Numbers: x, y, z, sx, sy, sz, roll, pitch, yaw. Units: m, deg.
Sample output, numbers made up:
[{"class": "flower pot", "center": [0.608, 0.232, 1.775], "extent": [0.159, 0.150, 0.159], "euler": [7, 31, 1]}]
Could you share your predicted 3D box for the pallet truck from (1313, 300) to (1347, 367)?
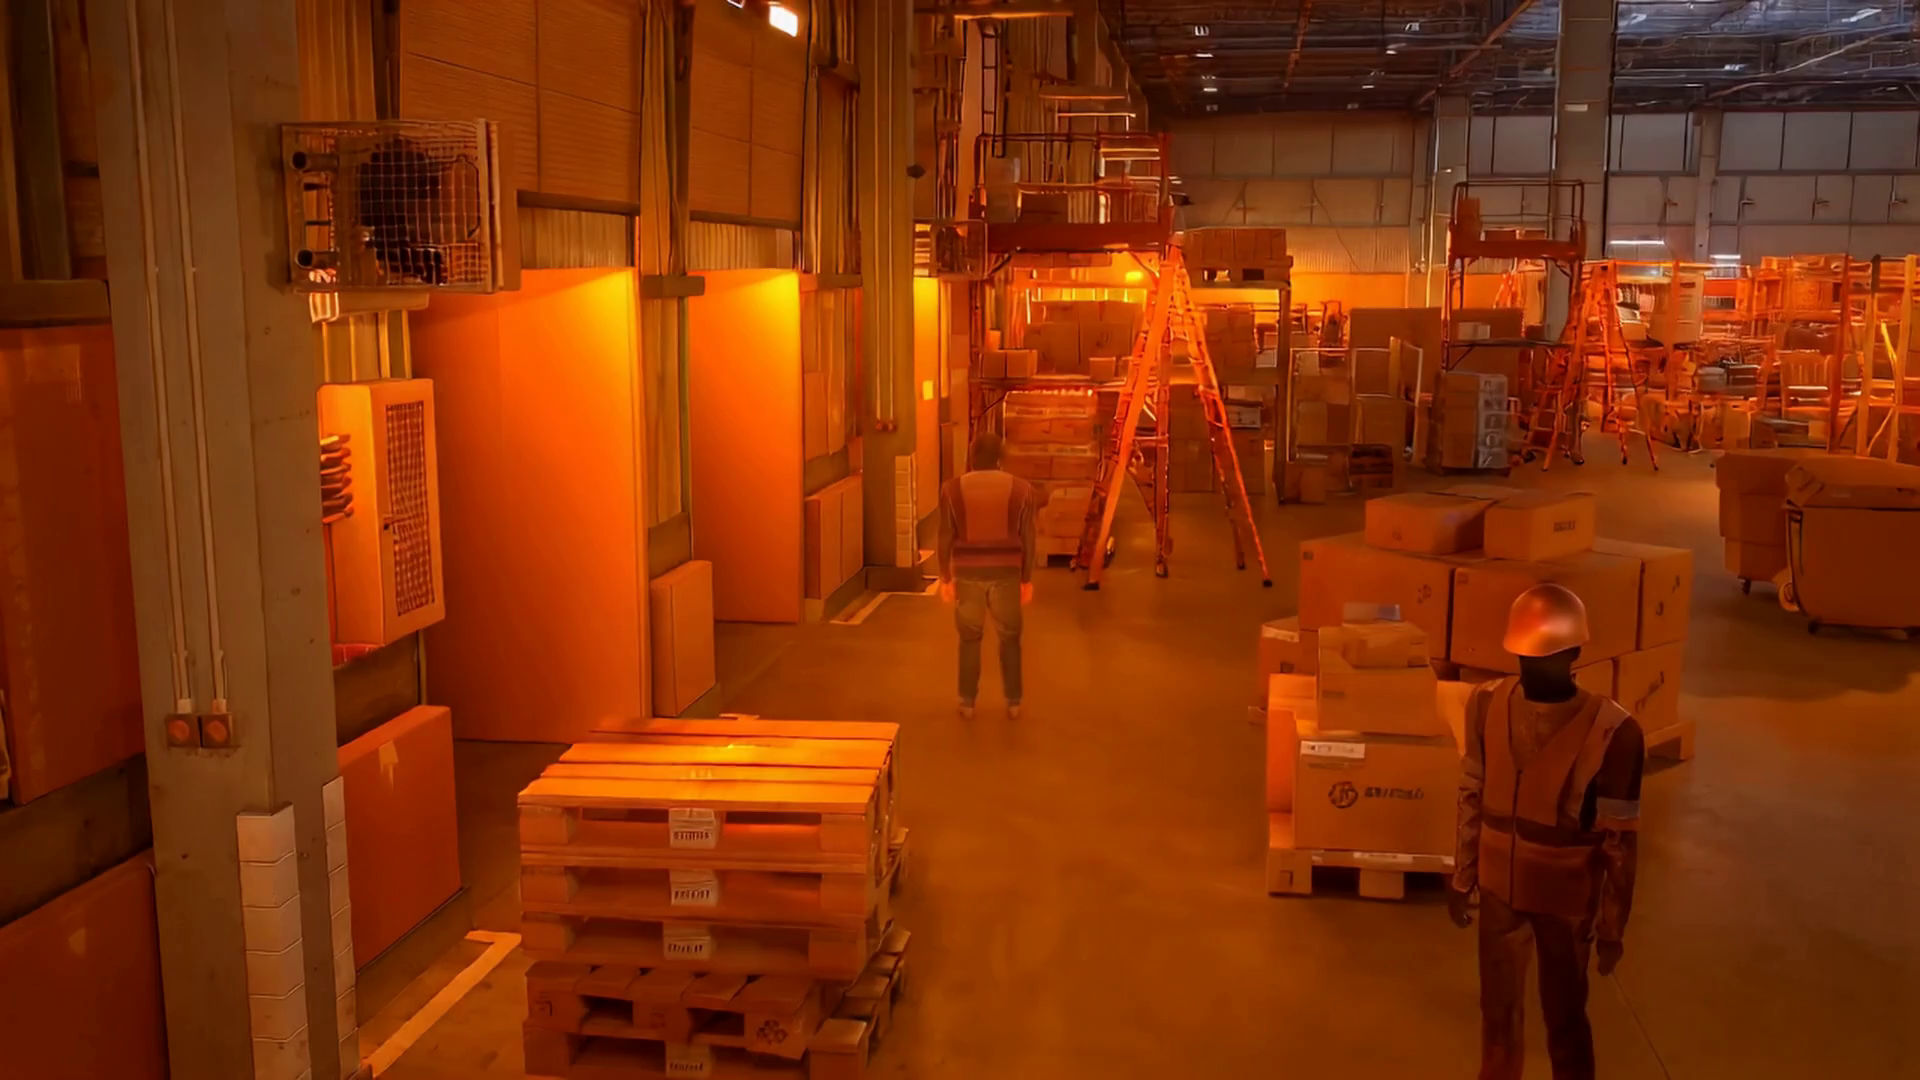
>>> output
[{"class": "pallet truck", "center": [11.159, -6.200, 49.718], "extent": [0.823, 1.965, 1.885], "euler": [4, 10, 26]}]

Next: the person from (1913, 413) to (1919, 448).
[{"class": "person", "center": [15.557, -2.340, 26.711], "extent": [0.319, 1.739, 0.484], "euler": [5, 10, 28]}]

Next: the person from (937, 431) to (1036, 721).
[{"class": "person", "center": [0.167, 0.233, 10.524], "extent": [0.625, 1.843, 0.430], "euler": [0, 9, -1]}]

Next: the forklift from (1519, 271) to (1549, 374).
[{"class": "forklift", "center": [15.894, -5.998, 45.760], "extent": [1.873, 2.768, 1.129], "euler": [-3, 10, -19]}]

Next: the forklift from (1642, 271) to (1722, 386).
[{"class": "forklift", "center": [17.405, -5.066, 40.009], "extent": [1.129, 2.768, 1.873], "euler": [-3, 10, -19]}]

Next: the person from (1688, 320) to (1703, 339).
[{"class": "person", "center": [21.881, -6.024, 49.574], "extent": [0.532, 1.692, 0.320], "euler": [-3, 10, -17]}]

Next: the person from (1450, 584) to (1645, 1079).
[{"class": "person", "center": [1.774, 1.074, 5.118], "extent": [0.389, 1.918, 0.585], "euler": [-7, 12, -38]}]
